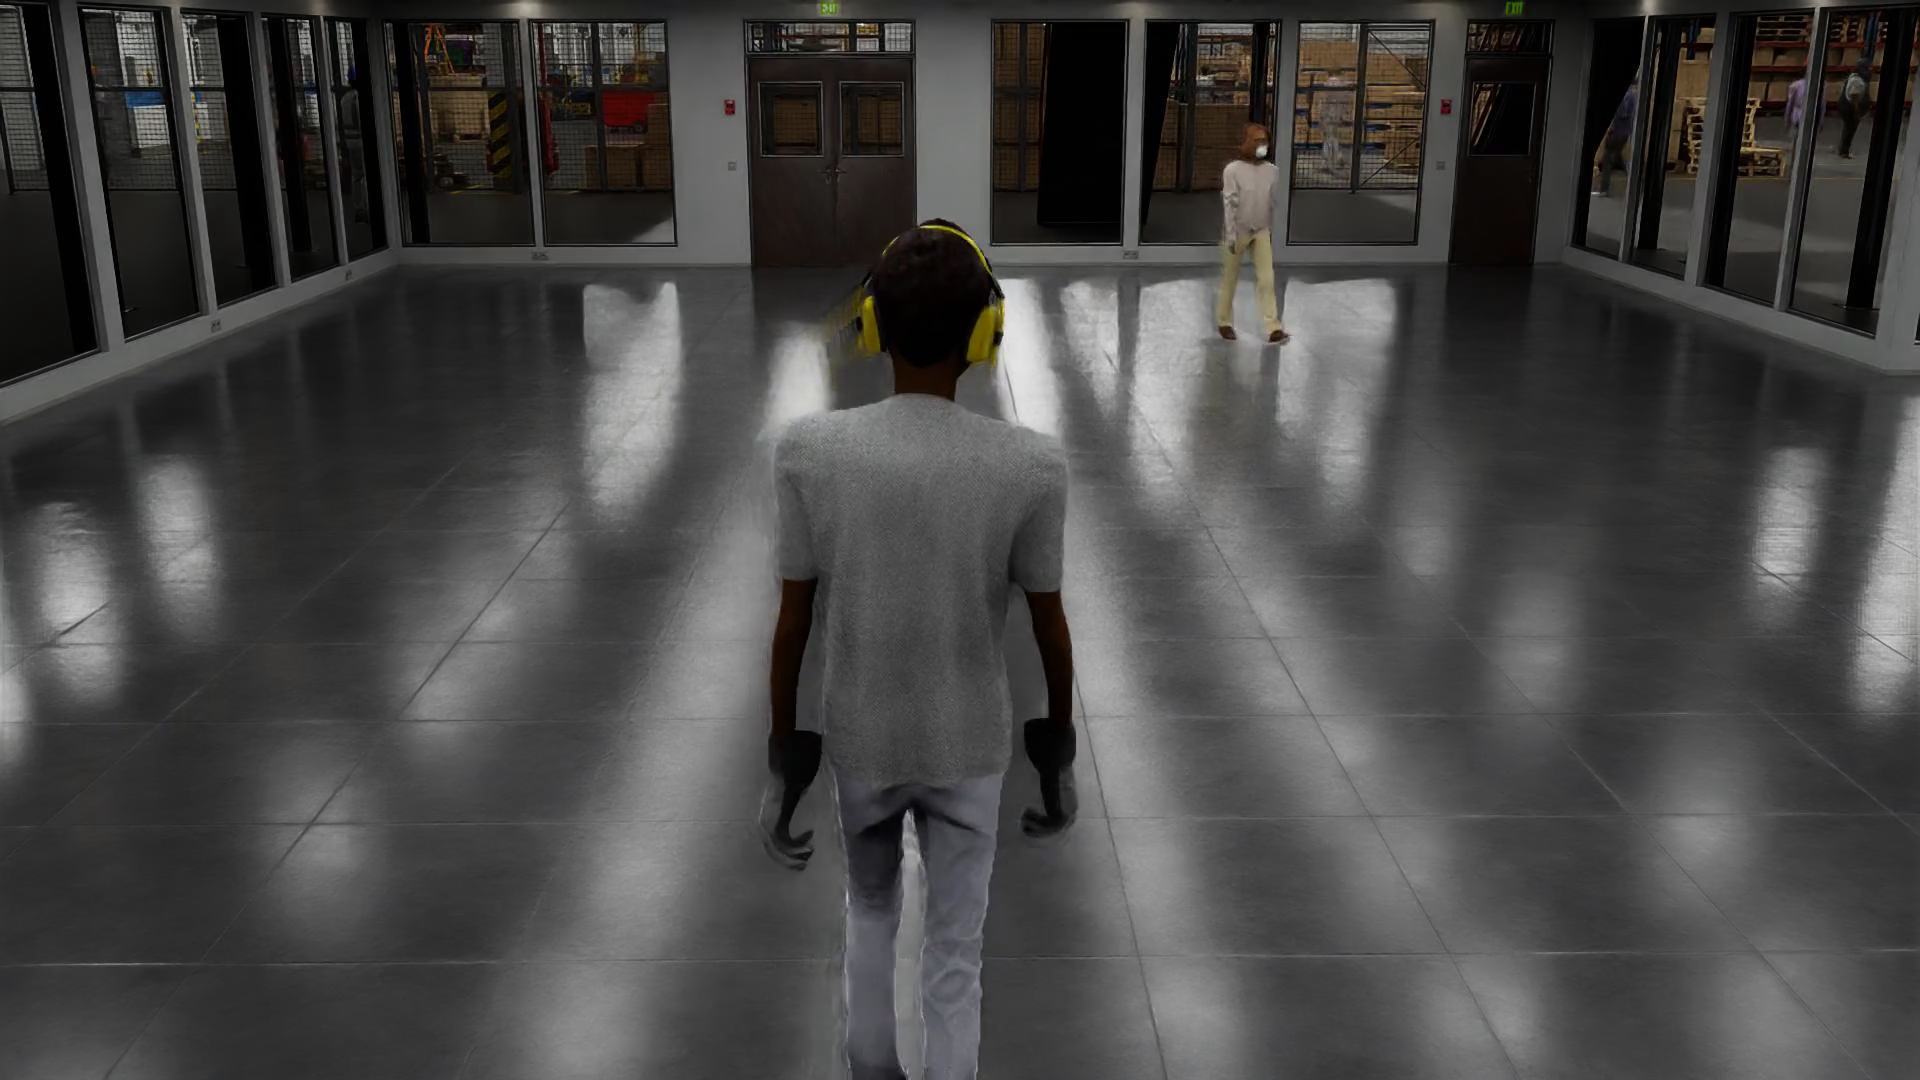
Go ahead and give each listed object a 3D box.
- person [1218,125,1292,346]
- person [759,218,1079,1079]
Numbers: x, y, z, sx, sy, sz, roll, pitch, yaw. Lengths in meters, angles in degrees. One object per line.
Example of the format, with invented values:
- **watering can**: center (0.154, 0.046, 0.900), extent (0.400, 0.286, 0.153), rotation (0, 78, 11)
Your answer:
- **person**: center (2.146, -2.214, 12.179), extent (0.500, 1.590, 0.852), rotation (-6, 17, -18)
- **person**: center (-0.063, 0.374, 2.939), extent (0.552, 1.846, 0.578), rotation (2, 16, 6)
